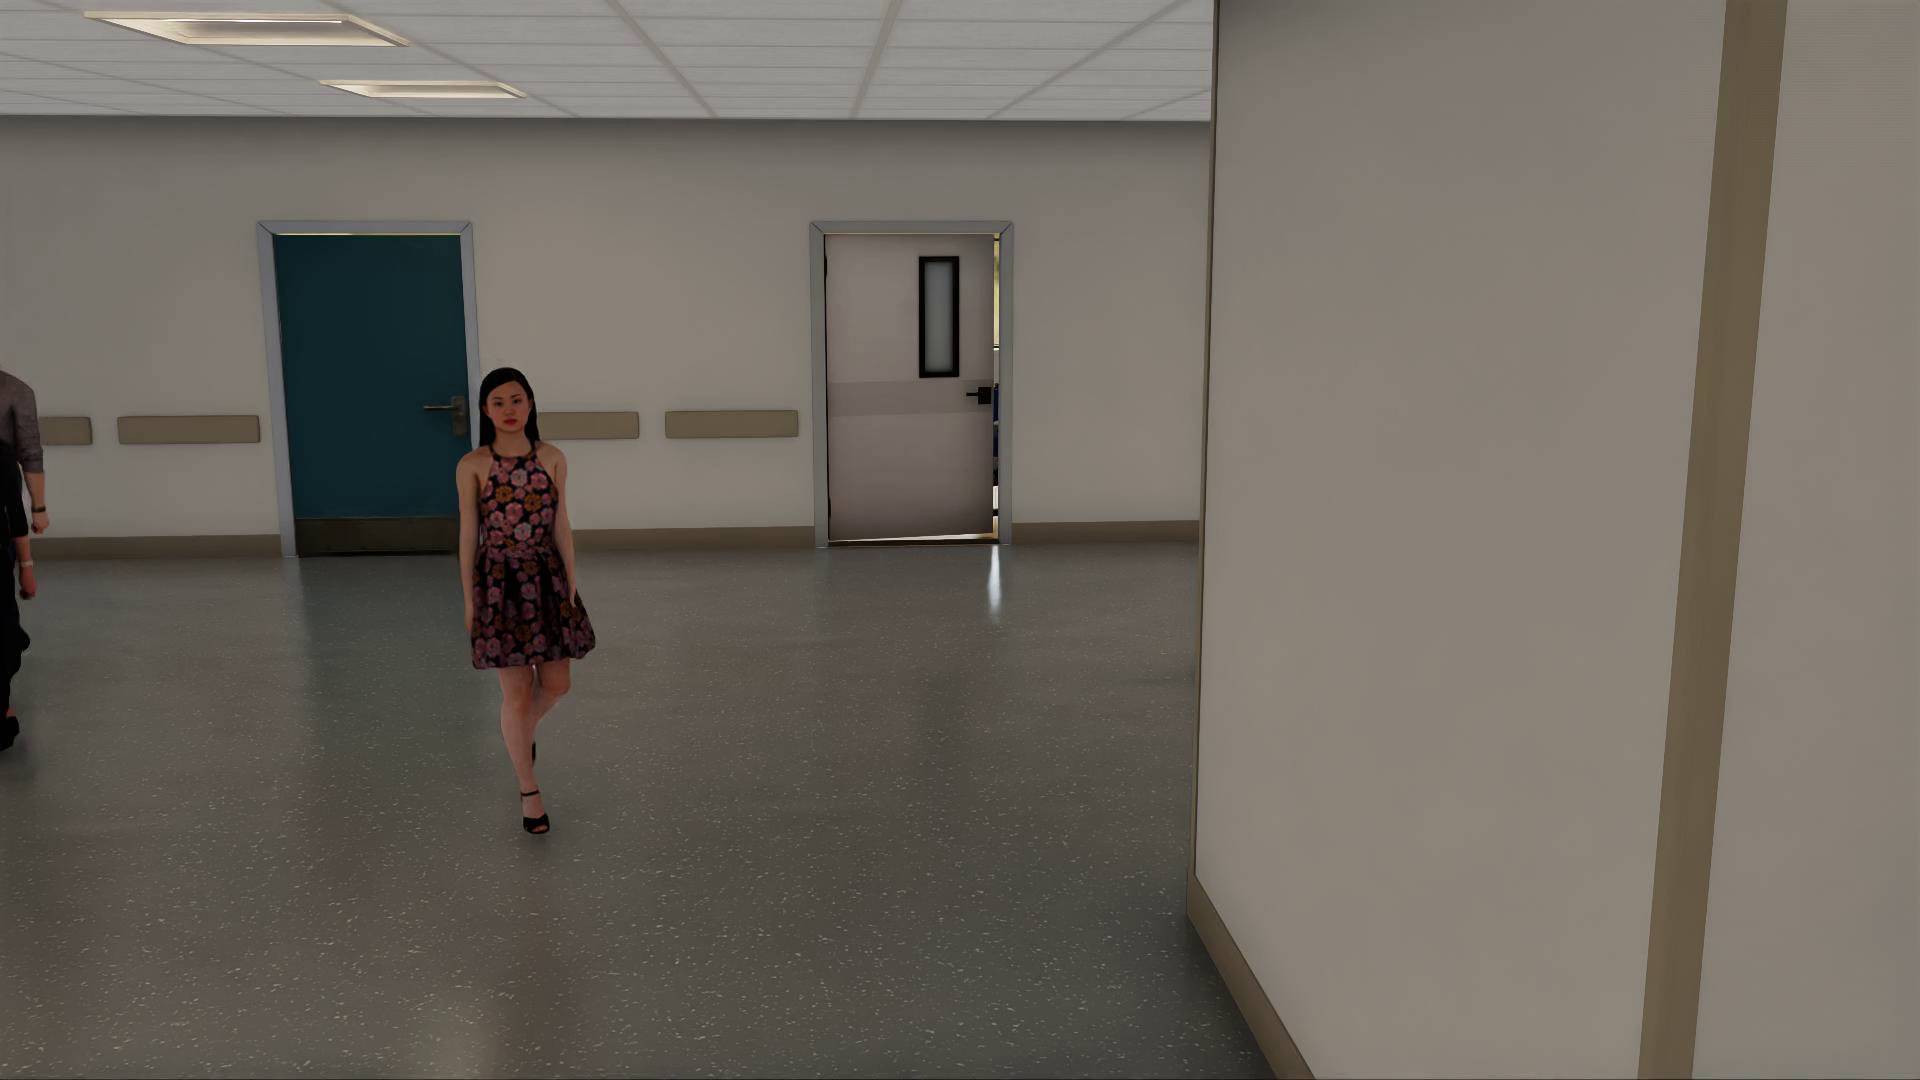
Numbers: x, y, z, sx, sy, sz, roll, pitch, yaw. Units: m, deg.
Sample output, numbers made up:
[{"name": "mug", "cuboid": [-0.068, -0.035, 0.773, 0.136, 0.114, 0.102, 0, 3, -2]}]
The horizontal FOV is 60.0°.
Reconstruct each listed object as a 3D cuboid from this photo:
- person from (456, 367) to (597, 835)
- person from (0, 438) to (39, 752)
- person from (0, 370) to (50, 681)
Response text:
[{"name": "person", "cuboid": [-1.673, 0.231, 6.288, 0.867, 1.761, 0.870, -6, 12, -27]}, {"name": "person", "cuboid": [-4.165, 0.137, 7.033, 1.094, 1.669, 0.771, -3, 11, -14]}, {"name": "person", "cuboid": [-4.727, -0.163, 8.070, 1.082, 1.872, 0.759, -1, 11, -4]}]
